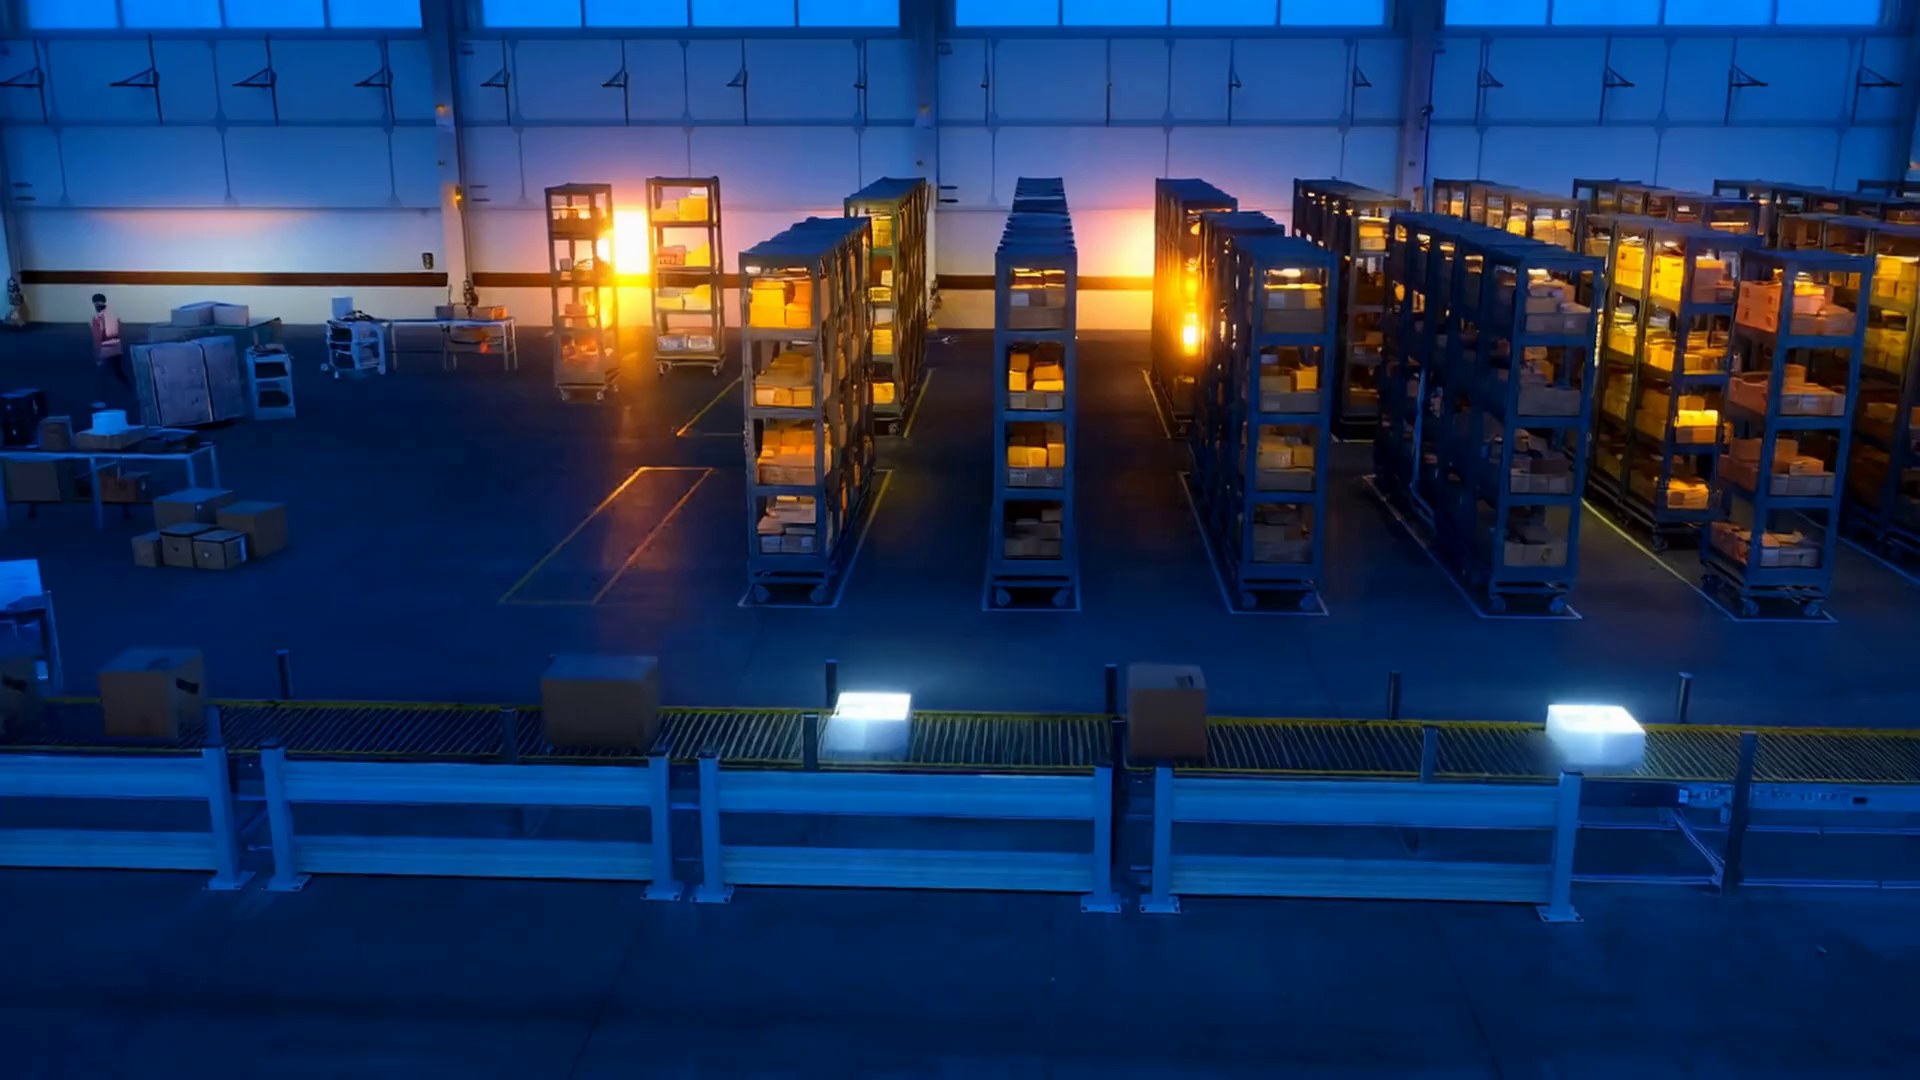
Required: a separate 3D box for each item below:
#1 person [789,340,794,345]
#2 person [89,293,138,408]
[{"bbox_3d":[-2.205,-1.718,22.155,0.393,1.985,0.611,-4,16,-16],"label":"person"},{"bbox_3d":[-14.038,-3.121,27.519,0.858,1.910,0.618,4,16,15],"label":"person"}]
